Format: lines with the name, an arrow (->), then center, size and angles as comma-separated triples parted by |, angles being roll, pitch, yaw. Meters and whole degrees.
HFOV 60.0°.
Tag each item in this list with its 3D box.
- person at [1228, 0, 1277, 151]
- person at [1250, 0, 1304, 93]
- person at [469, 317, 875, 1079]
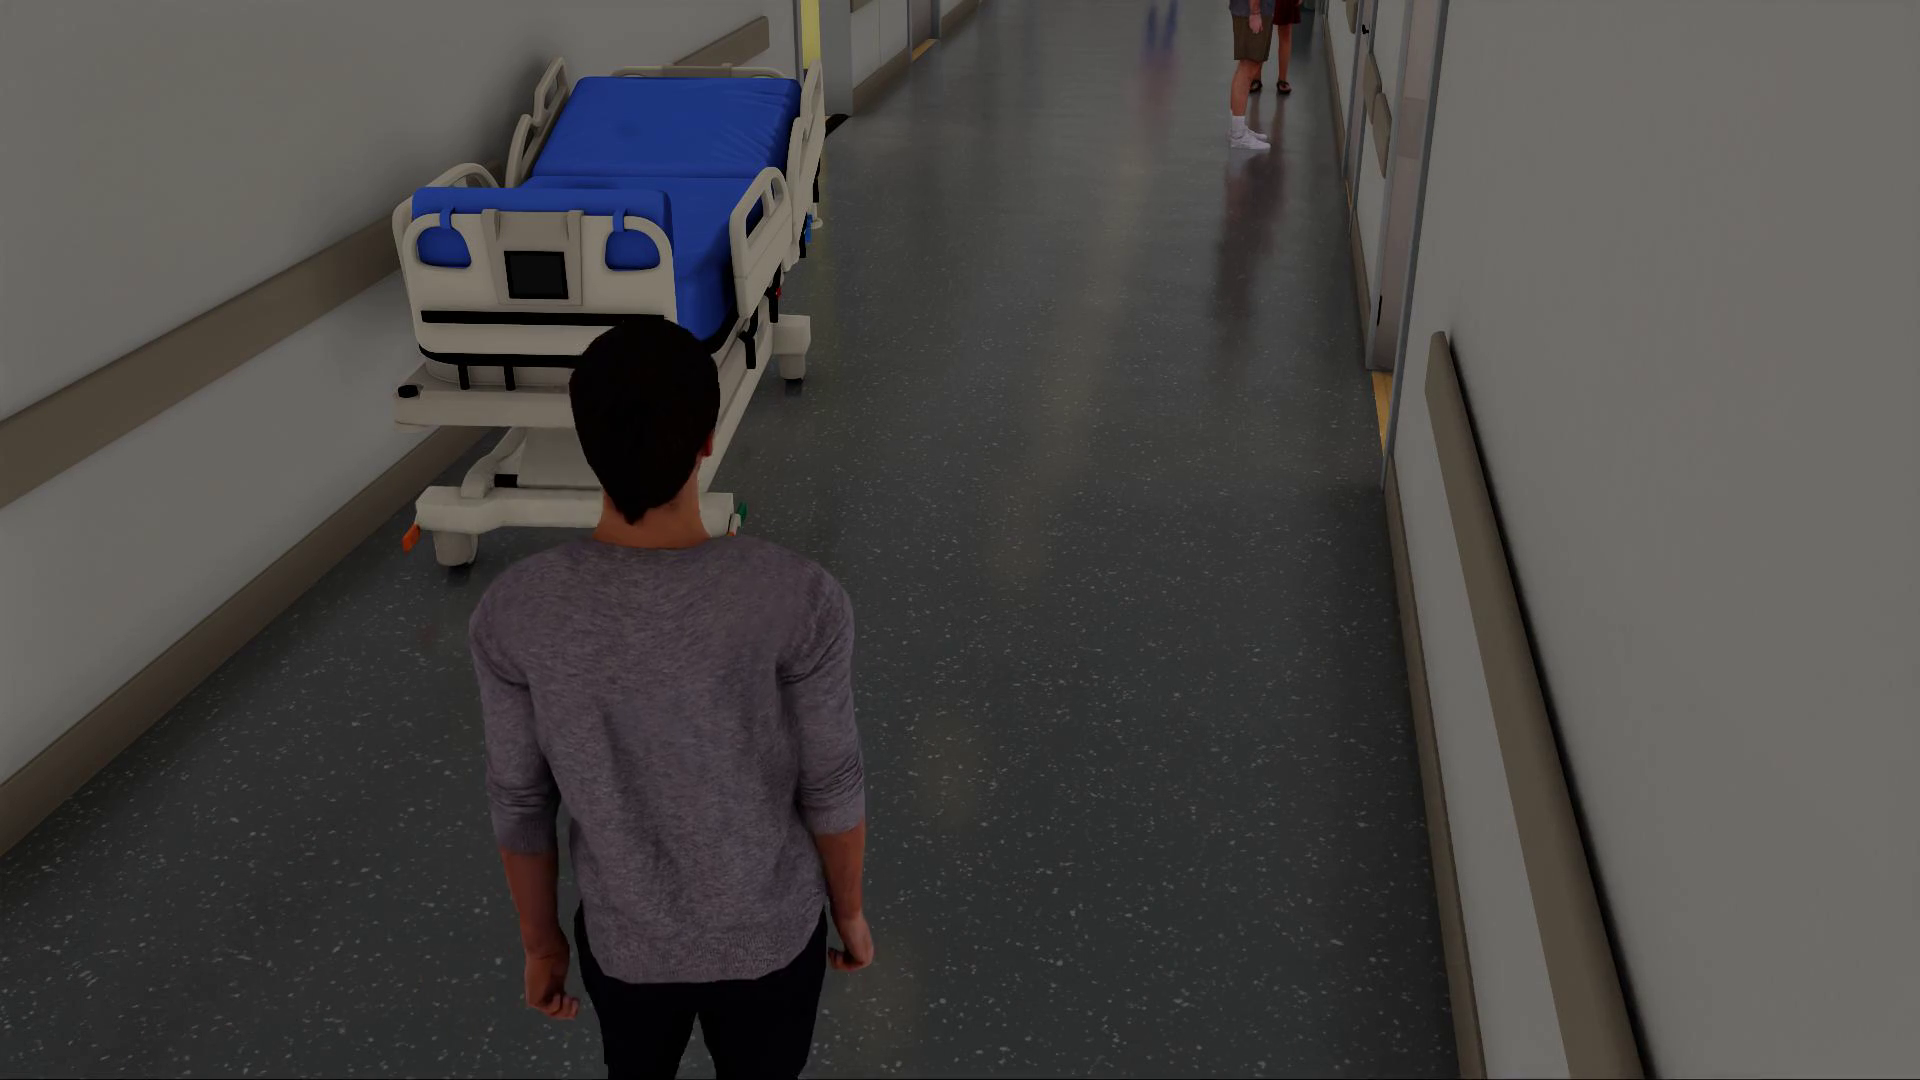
person -> 1.924, -3.520, 10.946 | 0.581, 1.849, 0.636 | 3, 26, 6
person -> 2.429, -4.219, 12.663 | 0.532, 1.552, 0.595 | 5, 26, 10
person -> -0.389, 0.594, 2.364 | 0.777, 1.828, 0.776 | 1, 26, 3
